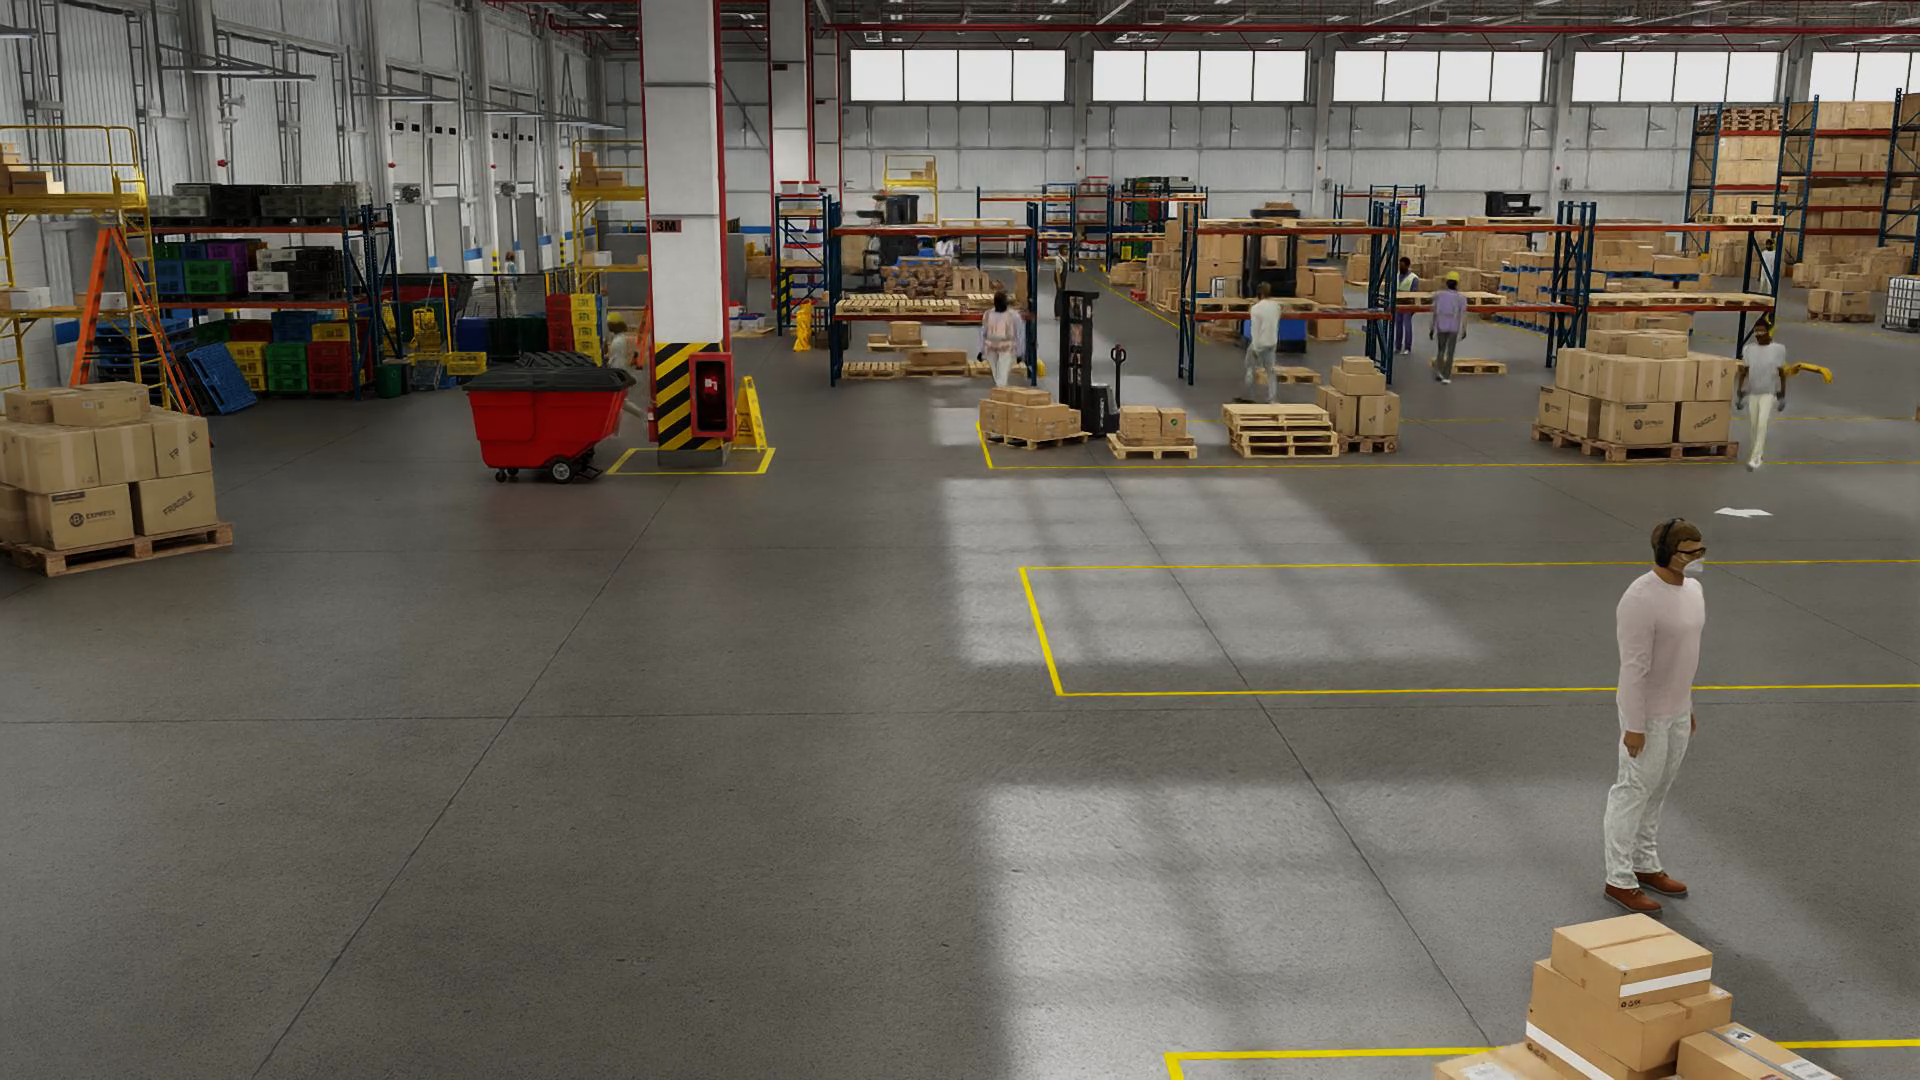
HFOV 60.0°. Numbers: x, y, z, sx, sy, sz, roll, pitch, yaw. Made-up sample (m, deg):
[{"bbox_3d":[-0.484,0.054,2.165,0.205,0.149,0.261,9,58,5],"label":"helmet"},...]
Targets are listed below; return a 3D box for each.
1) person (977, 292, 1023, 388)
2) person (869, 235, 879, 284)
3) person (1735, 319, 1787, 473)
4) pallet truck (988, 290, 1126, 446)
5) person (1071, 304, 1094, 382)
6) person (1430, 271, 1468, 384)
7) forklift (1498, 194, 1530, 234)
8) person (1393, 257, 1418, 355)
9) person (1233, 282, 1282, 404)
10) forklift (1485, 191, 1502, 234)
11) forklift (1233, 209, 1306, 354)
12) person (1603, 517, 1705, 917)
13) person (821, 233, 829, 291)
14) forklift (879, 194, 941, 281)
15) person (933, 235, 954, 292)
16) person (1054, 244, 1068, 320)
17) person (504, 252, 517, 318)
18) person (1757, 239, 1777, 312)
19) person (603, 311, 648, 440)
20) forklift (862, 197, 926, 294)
[{"bbox_3d":[0.580,-2.791,24.814,0.627,1.787,0.997,6,14,24],"label":"person"},{"bbox_3d":[-2.648,-8.685,51.214,0.340,1.879,0.578,-3,13,-12],"label":"person"},{"bbox_3d":[9.538,-1.715,19.875,0.517,1.815,0.965,12,17,42],"label":"person"},{"bbox_3d":[1.257,-2.299,22.111,1.885,1.965,0.823,-9,15,-35],"label":"pallet truck"},{"bbox_3d":[1.769,-2.574,24.062,0.322,1.690,0.533,-1,13,-4],"label":"person"},{"bbox_3d":[8.322,-3.611,28.258,0.602,1.900,0.755,8,15,31],"label":"person"},{"bbox_3d":[18.443,-10.155,55.570,1.129,2.768,1.873,-1,13,-3],"label":"forklift"},{"bbox_3d":[8.719,-4.587,32.622,0.383,1.918,0.591,-7,14,-28],"label":"person"},{"bbox_3d":[4.545,-2.965,25.335,0.640,1.904,0.892,-7,14,-29],"label":"person"},{"bbox_3d":[20.081,-11.774,62.882,1.873,2.768,1.129,0,12,-2],"label":"forklift"},{"bbox_3d":[6.201,-5.163,33.030,1.129,2.768,1.873,0,12,-2],"label":"forklift"},{"bbox_3d":[3.388,0.840,8.072,0.630,1.940,0.372,-12,17,-42],"label":"person"},{"bbox_3d":[-3.536,-7.250,44.600,0.372,1.939,0.544,-6,14,-25],"label":"person"},{"bbox_3d":[-1.654,-9.747,53.729,1.873,2.768,1.129,-7,14,-28],"label":"forklift"},{"bbox_3d":[-0.488,-8.038,48.282,0.552,1.882,1.004,7,14,29],"label":"person"},{"bbox_3d":[2.455,-6.255,40.318,0.328,1.844,0.513,4,13,18],"label":"person"},{"bbox_3d":[-11.013,-6.251,40.789,0.316,1.631,0.526,-9,15,-34],"label":"person"},{"bbox_3d":[20.752,-6.805,42.763,0.329,1.865,0.509,-8,15,-33],"label":"person"},{"bbox_3d":[-4.514,-2.205,22.292,0.613,1.723,0.496,-3,13,-12],"label":"person"},{"bbox_3d":[-1.942,-8.638,48.720,1.873,2.768,1.129,0,12,-2],"label":"forklift"}]
